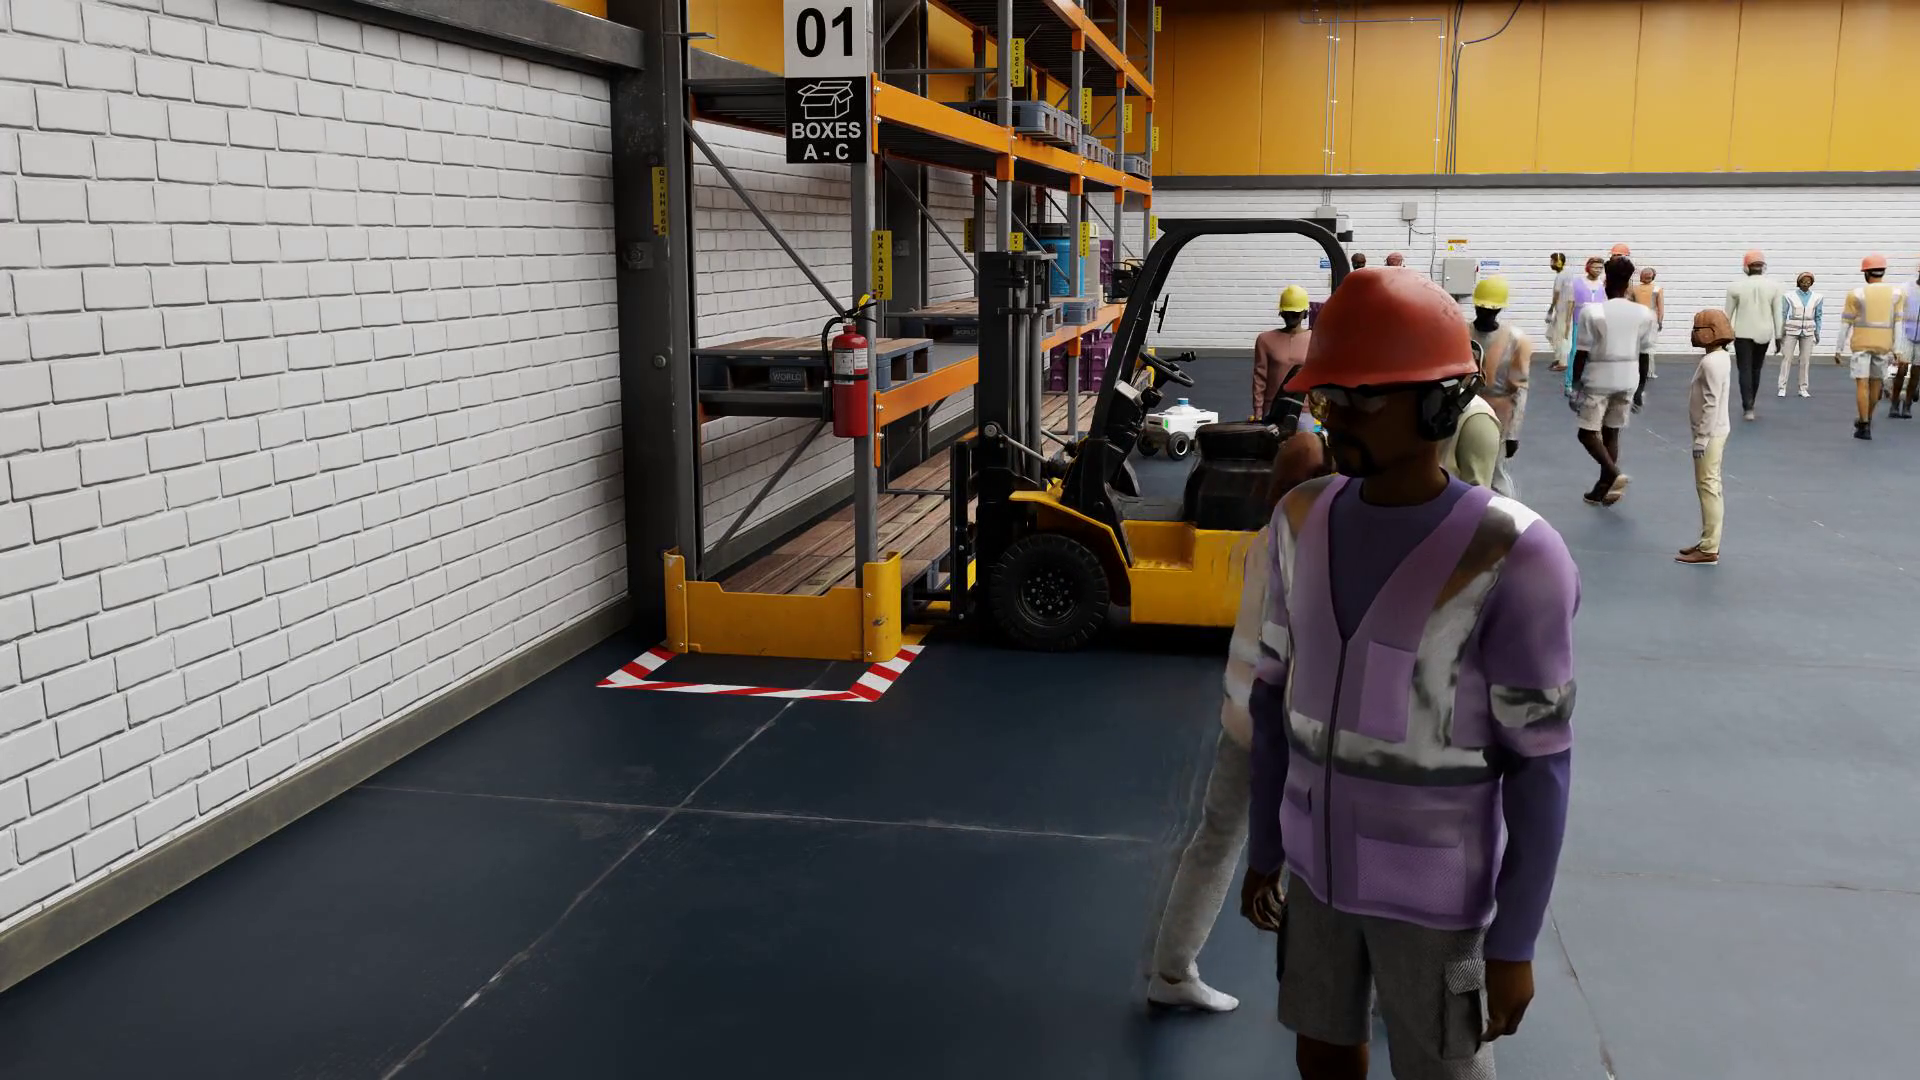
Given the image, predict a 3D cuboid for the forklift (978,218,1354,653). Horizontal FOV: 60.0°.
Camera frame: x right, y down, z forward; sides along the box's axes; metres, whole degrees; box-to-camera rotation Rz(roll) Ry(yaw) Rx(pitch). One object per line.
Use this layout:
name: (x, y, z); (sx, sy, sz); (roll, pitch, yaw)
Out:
forklift: (1.285, -0.567, 8.635); (2.313, 2.155, 1.214); (2, 11, 11)

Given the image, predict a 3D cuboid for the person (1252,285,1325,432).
person: (2.292, -0.884, 11.571); (0.523, 1.759, 0.335); (2, 11, 10)

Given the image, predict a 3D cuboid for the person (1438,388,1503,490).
person: (1.765, 0.046, 6.306); (0.404, 1.824, 0.586); (-4, 11, -22)

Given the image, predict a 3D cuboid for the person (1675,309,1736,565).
person: (4.791, -0.659, 10.676); (0.269, 1.632, 0.505); (6, 12, 29)

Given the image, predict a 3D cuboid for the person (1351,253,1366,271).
person: (6.257, -3.589, 26.178); (0.624, 1.841, 0.430); (-10, 14, -43)

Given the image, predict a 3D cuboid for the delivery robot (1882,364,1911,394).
delivery robot: (12.108, -2.124, 21.407); (0.477, 0.478, 0.707); (6, 12, 32)

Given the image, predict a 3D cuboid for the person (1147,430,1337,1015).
person: (0.918, 0.503, 4.403); (0.909, 1.579, 0.527); (-1, 10, -6)

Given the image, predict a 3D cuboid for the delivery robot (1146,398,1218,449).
delivery robot: (2.116, -1.105, 15.820); (0.707, 0.478, 0.477); (-7, 12, -34)

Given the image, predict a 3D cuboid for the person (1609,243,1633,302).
person: (9.837, -3.441, 24.931); (0.374, 1.997, 0.613); (-1, 10, -6)

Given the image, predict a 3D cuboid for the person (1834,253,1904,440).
person: (9.471, -2.026, 17.407); (0.571, 1.907, 0.796); (2, 10, 10)

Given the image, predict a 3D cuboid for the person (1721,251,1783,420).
person: (9.161, -2.373, 19.280); (0.626, 1.927, 1.058); (2, 11, 13)

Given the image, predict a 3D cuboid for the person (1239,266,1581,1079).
person: (0.704, 0.567, 2.832); (0.393, 2.041, 0.614); (-8, 13, -36)

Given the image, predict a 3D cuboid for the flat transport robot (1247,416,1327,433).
flat transport robot: (3.594, -1.193, 17.341); (1.431, 0.197, 0.652); (-5, 12, -27)

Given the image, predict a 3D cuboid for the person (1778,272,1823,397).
person: (10.989, -2.685, 21.776); (0.511, 1.638, 0.308); (2, 11, 13)

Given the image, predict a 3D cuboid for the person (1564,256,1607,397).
person: (8.220, -2.786, 21.783); (0.591, 1.835, 0.421); (0, 10, 2)

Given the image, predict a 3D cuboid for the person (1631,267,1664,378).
person: (10.161, -3.214, 24.665); (0.514, 1.641, 0.307); (8, 13, 38)

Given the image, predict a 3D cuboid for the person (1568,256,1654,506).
person: (5.001, -1.192, 12.744); (0.623, 1.943, 0.664); (-1, 10, -7)

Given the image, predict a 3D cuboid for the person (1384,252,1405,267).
person: (5.258, -2.535, 20.219); (0.642, 1.906, 0.410); (2, 11, 11)

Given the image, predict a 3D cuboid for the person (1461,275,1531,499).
person: (3.399, -0.792, 10.818); (0.636, 1.858, 0.961); (8, 13, 38)

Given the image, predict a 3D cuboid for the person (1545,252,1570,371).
person: (9.316, -3.550, 25.940); (0.478, 1.846, 0.515); (5, 11, 25)

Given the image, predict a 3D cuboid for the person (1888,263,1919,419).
person: (10.948, -2.317, 19.039); (0.557, 1.891, 0.609); (4, 11, 23)
